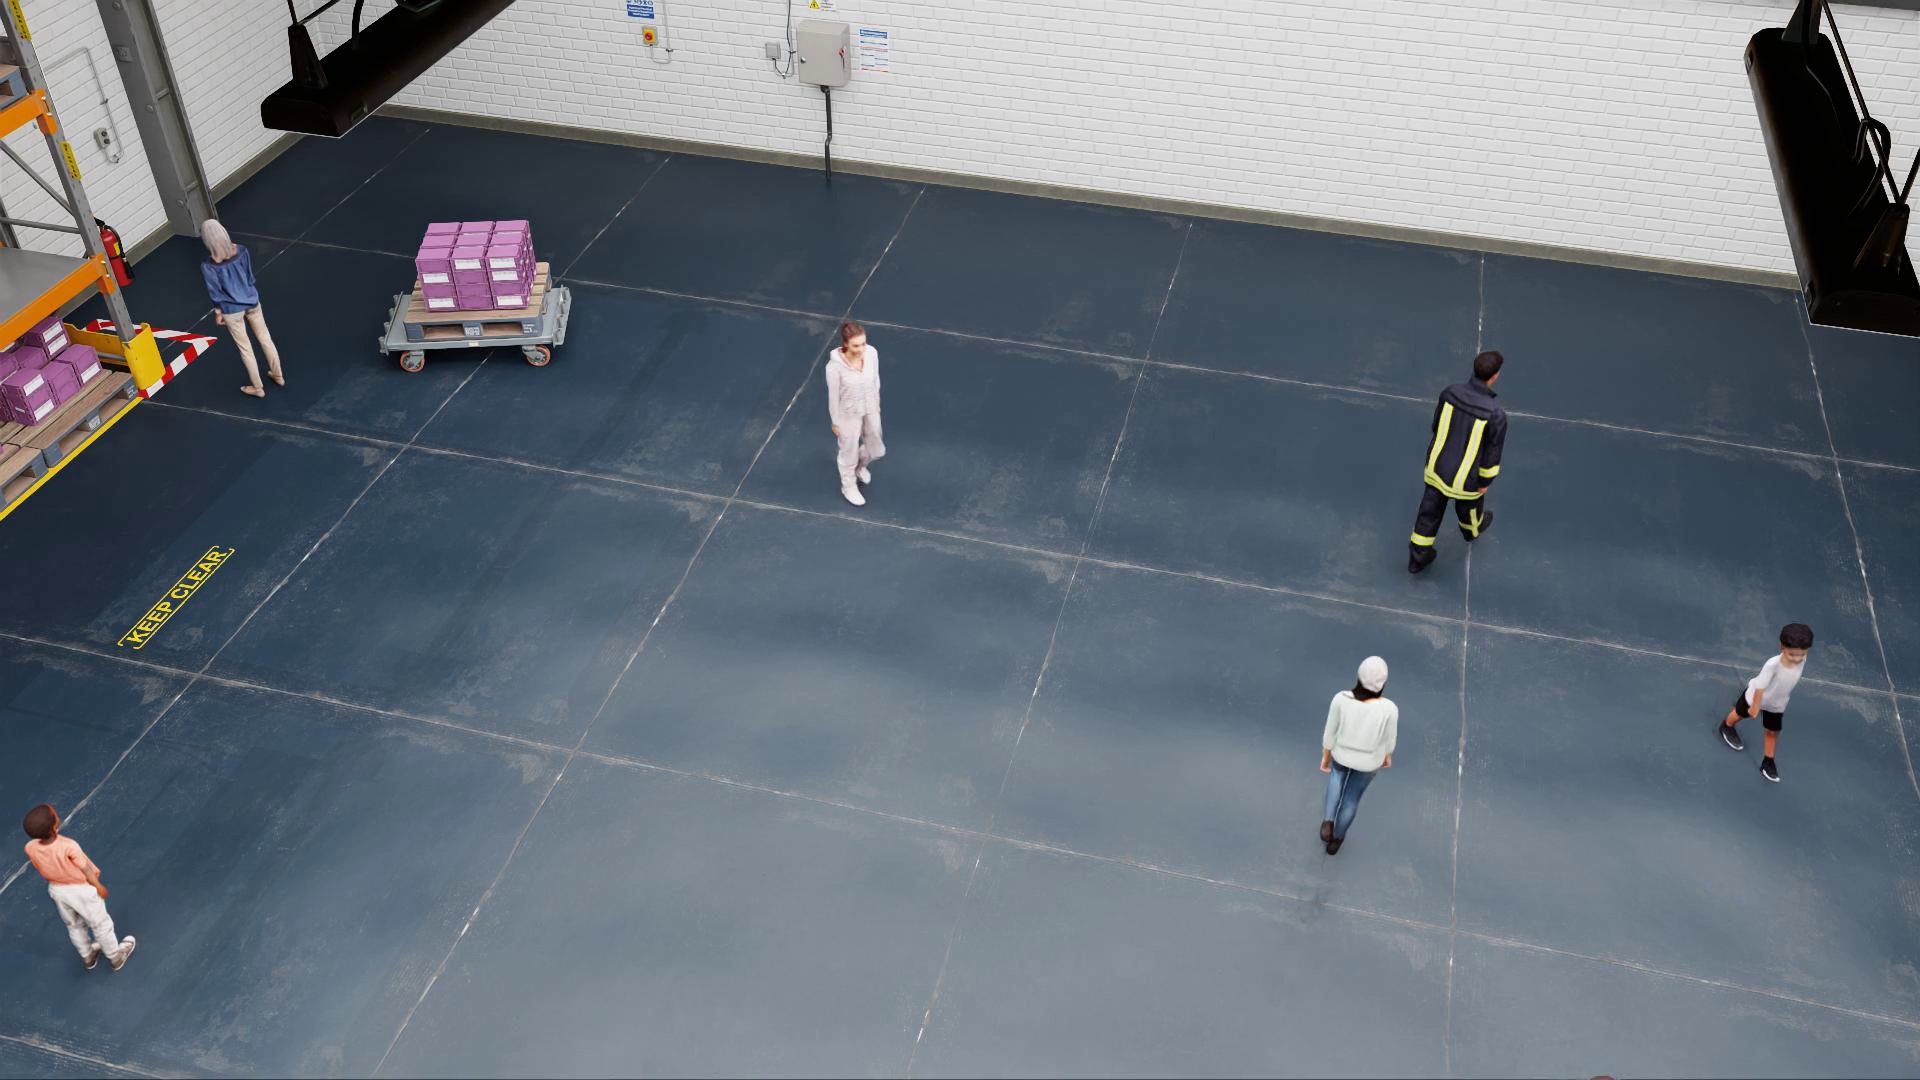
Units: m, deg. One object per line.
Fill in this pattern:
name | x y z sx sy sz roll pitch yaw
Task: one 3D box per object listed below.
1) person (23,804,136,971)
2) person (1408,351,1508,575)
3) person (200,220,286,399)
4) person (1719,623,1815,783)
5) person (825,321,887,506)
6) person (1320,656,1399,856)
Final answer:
person | -5.217 2.055 9.785 0.490 1.308 0.500 5 39 6
person | 3.725 -0.541 12.584 1.330 1.872 1.183 -31 48 -33
person | -6.321 -2.044 14.602 0.740 1.703 0.608 22 44 26
person | 5.417 0.978 11.197 0.724 1.230 0.909 -10 40 -13
person | -0.883 -1.066 13.396 0.785 1.679 0.850 -23 44 -26
person | 2.454 1.390 10.356 0.618 1.634 0.627 16 41 19
